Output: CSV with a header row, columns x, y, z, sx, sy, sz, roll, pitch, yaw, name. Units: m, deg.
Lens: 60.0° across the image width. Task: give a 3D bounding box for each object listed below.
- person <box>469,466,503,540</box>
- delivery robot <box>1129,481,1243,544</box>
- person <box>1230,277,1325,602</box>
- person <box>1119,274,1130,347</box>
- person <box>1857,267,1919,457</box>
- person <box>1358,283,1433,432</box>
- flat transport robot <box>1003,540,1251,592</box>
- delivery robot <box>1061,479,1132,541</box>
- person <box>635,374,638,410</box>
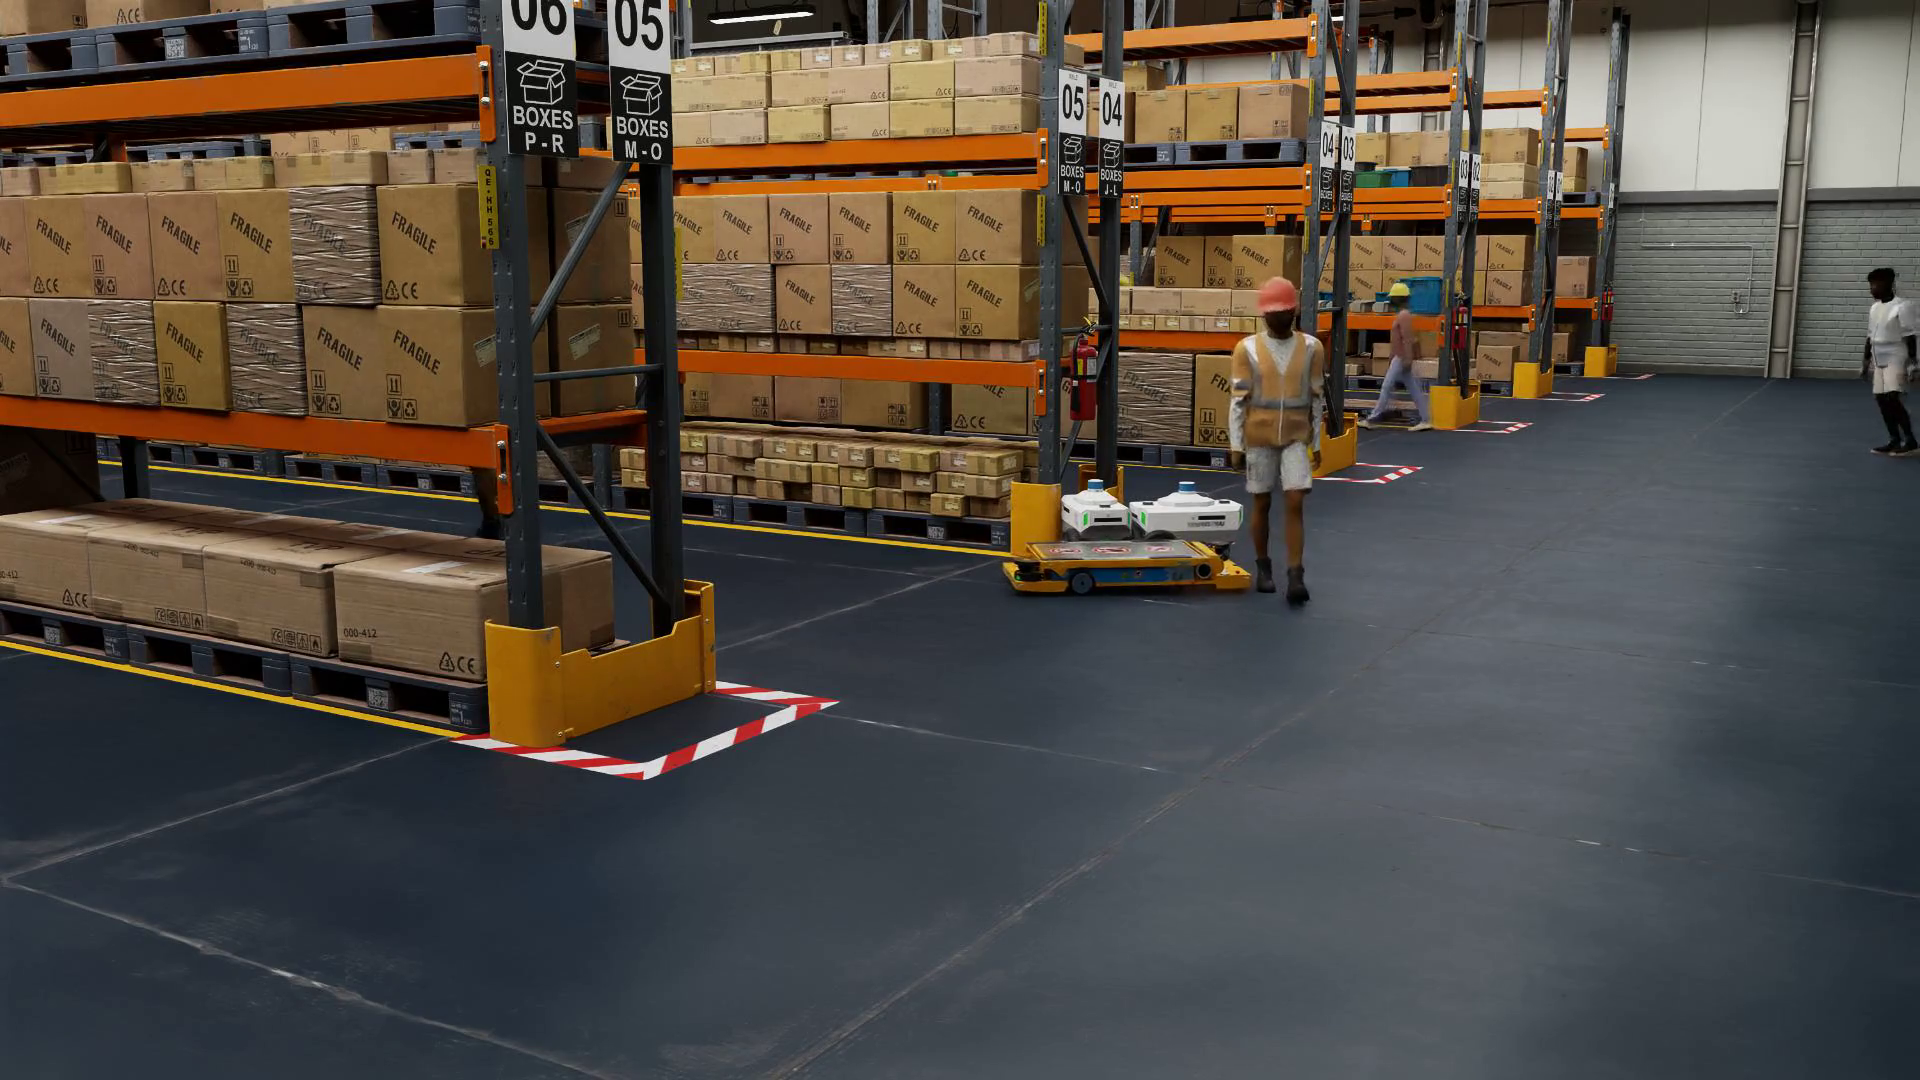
x,y,z,sx,sy,sz,roll,pitch,yaw,name
-3.425,-0.910,11.708,0.574,1.914,0.547,6,12,33,person
1.477,-0.139,10.868,0.707,0.478,0.477,-2,10,-9,delivery robot
1.870,-0.577,9.770,0.560,1.899,0.865,1,10,4,person
1.735,-2.011,18.366,0.403,1.830,0.599,8,13,39,person
9.473,-1.816,16.959,0.456,1.922,0.664,-1,10,-3,person
5.051,-2.099,19.202,0.932,1.715,0.543,2,10,13,person
1.012,0.152,10.267,1.431,0.197,0.652,-1,10,-6,flat transport robot
0.891,-0.157,10.972,0.477,0.478,0.707,-2,10,-9,delivery robot
-3.168,-1.415,15.479,0.317,1.630,0.513,2,10,14,person
